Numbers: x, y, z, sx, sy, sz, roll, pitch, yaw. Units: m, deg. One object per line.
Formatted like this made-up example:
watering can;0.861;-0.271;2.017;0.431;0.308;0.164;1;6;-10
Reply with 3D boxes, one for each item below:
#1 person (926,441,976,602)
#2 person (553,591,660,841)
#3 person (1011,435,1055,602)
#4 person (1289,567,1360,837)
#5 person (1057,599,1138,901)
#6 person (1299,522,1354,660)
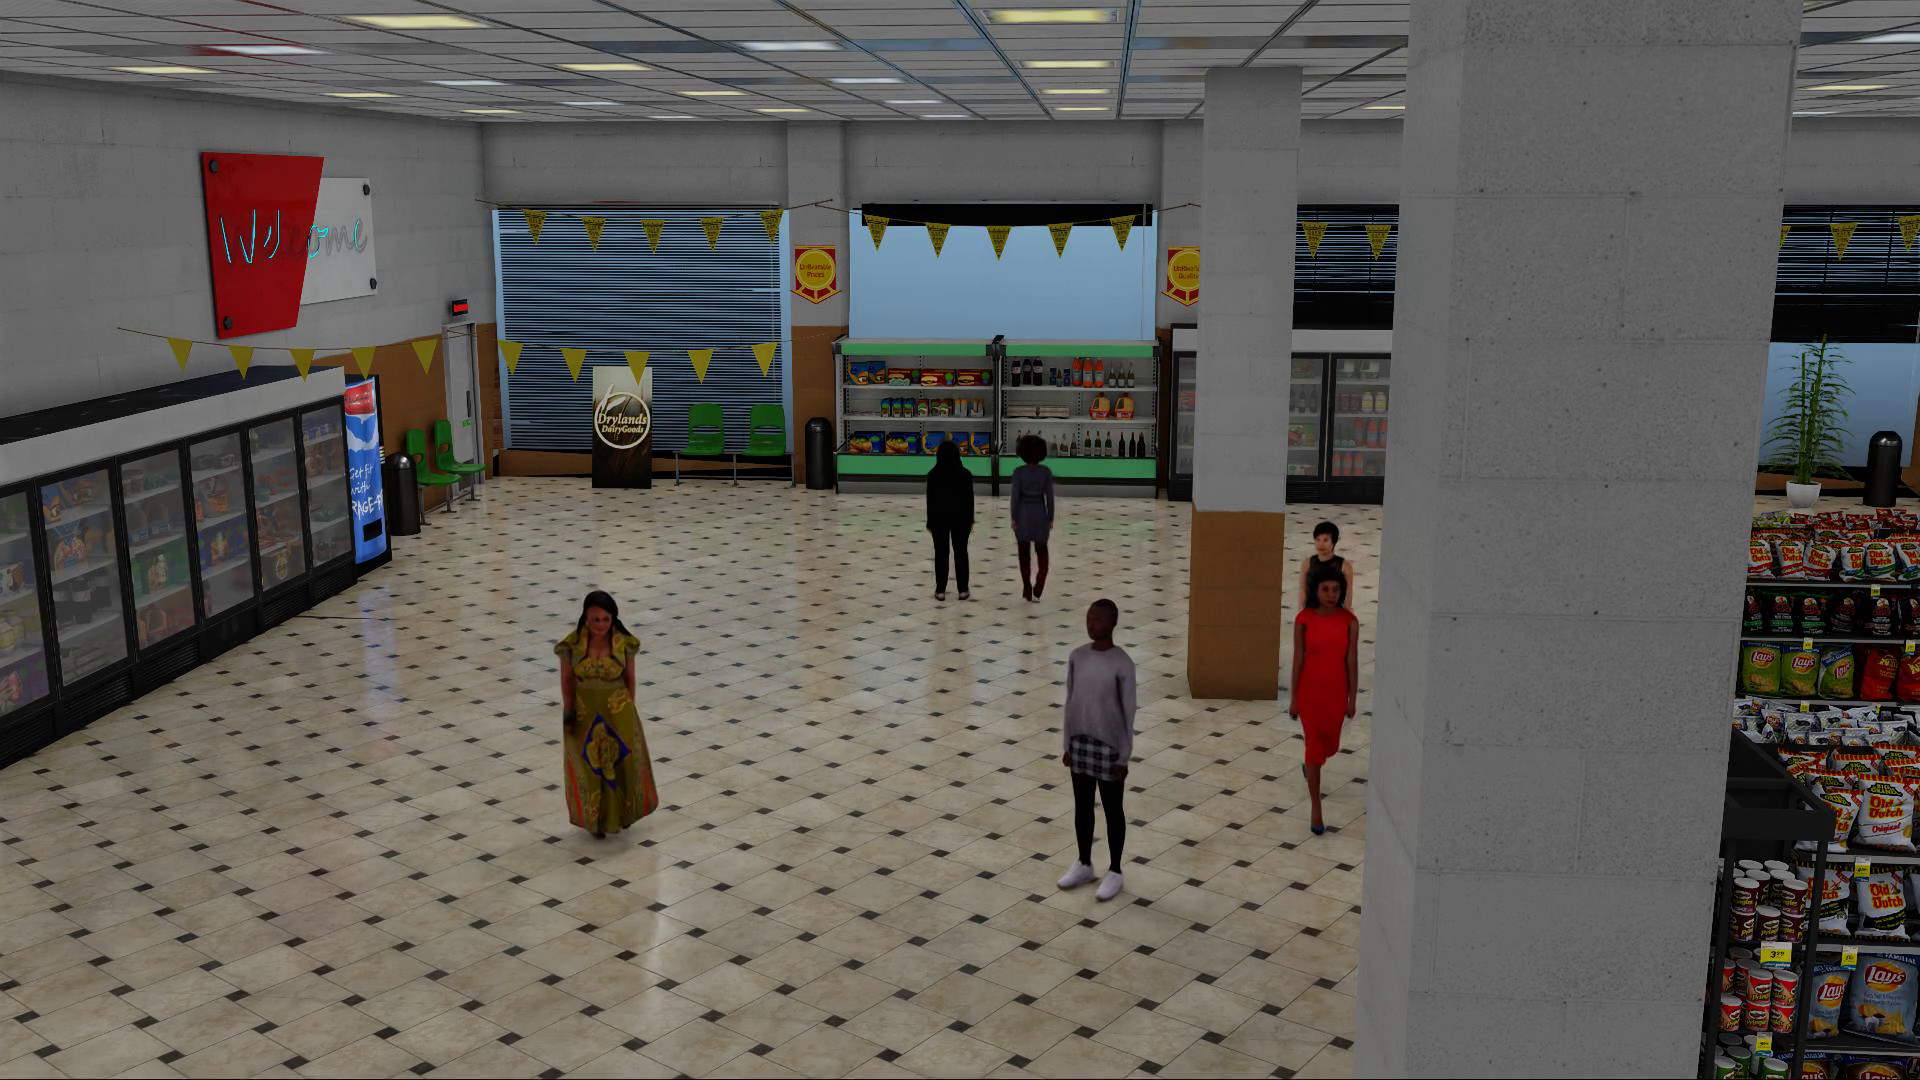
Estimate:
person;-0.102;-0.197;16.805;0.608;1.613;0.753;-1;12;-4
person;-2.318;1.094;10.615;0.843;1.638;0.964;-3;12;-16
person;0.721;-0.171;16.490;0.931;1.691;0.738;-1;12;-4
person;2.344;1.011;10.812;0.932;1.718;0.645;1;12;4
person;0.824;1.206;9.753;0.651;1.772;0.757;9;15;37
person;2.857;0.640;12.889;0.881;1.588;0.829;6;13;26
